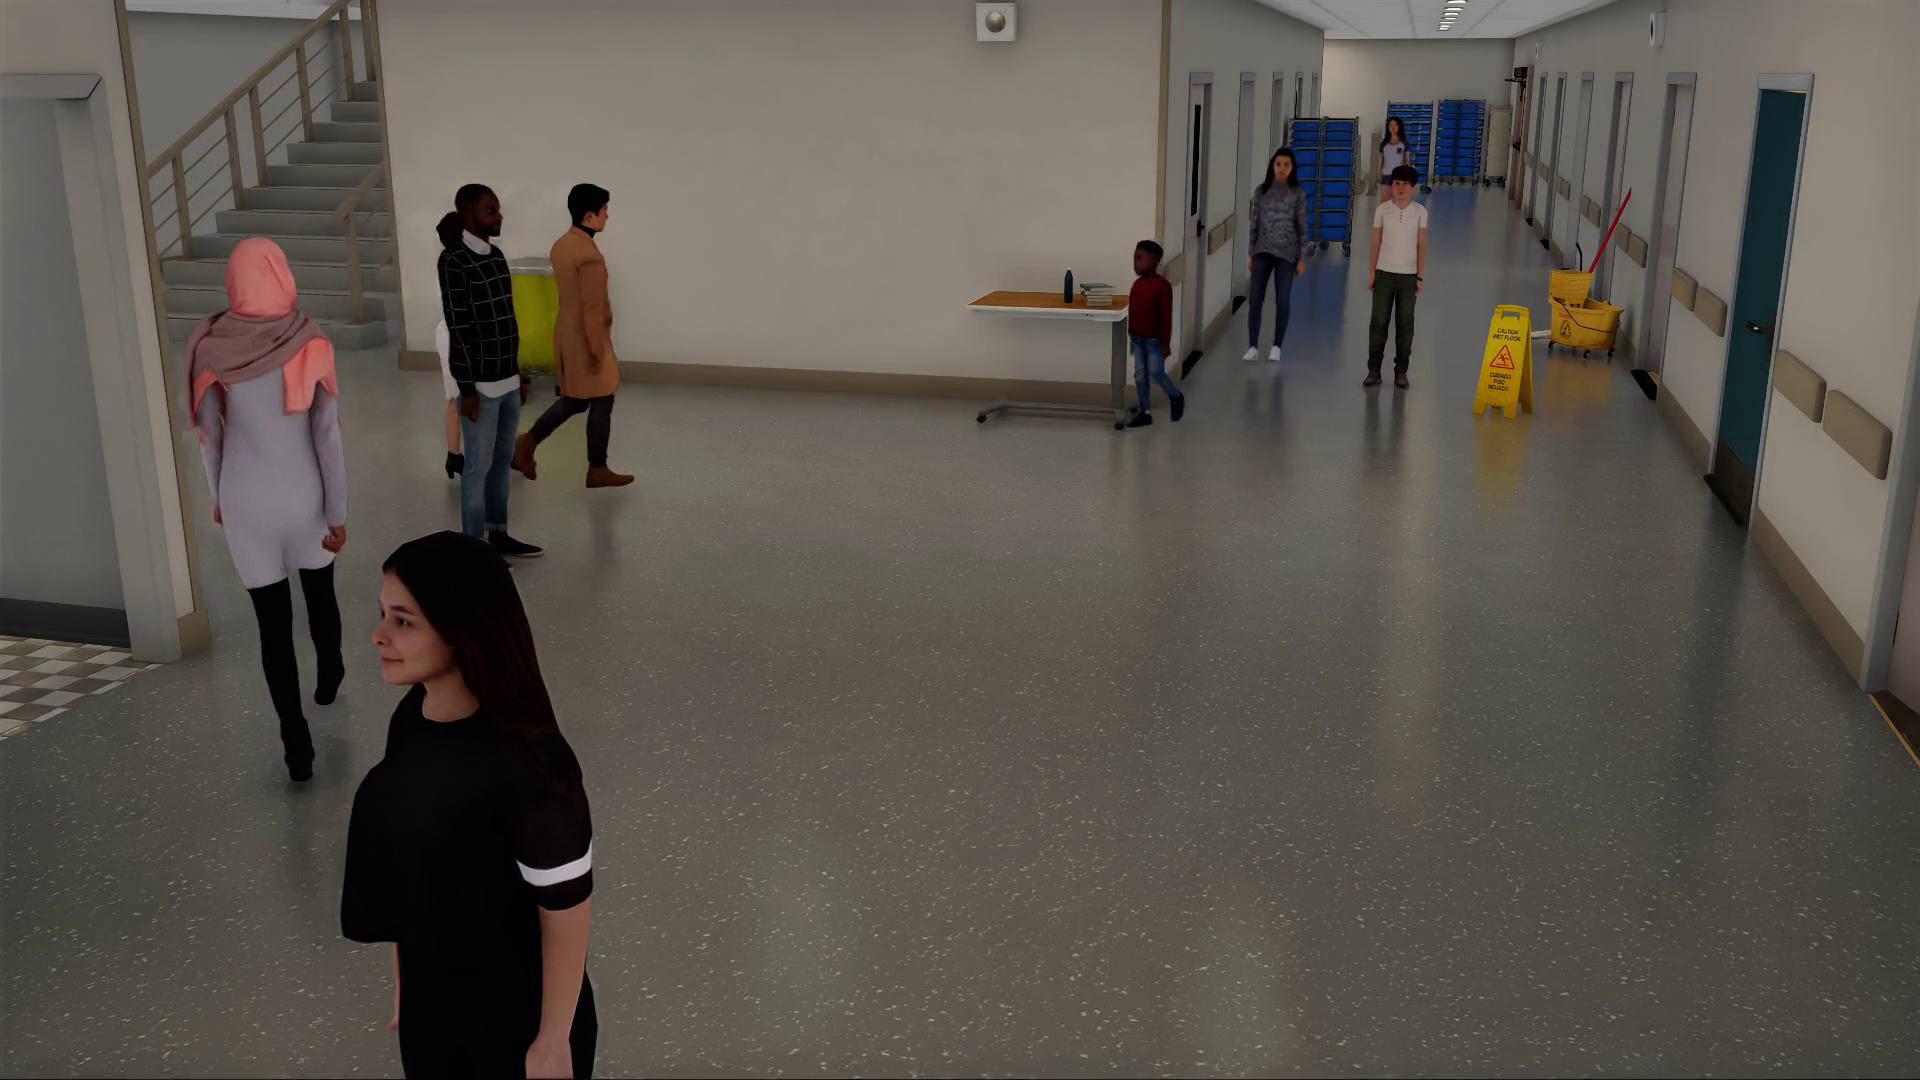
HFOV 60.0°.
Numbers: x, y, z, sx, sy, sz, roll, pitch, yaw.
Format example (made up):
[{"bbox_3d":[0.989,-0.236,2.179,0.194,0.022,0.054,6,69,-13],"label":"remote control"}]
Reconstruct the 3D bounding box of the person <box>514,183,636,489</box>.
[{"bbox_3d":[-2.157,-1.089,9.179,1.049,1.702,0.944,-13,20,-39],"label":"person"}]

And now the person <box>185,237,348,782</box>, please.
[{"bbox_3d":[-2.260,-0.063,5.504,1.035,1.764,1.201,-5,17,-18],"label":"person"}]

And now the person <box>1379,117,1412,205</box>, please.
[{"bbox_3d":[6.204,-5.142,23.682,0.665,1.676,1.094,6,17,19],"label":"person"}]

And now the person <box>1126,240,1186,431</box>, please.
[{"bbox_3d":[1.306,-1.359,11.060,0.754,1.243,0.678,-14,21,-40],"label":"person"}]

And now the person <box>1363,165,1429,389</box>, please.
[{"bbox_3d":[3.287,-1.986,12.528,0.557,1.654,0.514,4,16,15],"label":"person"}]

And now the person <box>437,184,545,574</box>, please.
[{"bbox_3d":[-2.270,-0.773,7.918,0.708,1.822,0.477,4,16,14],"label":"person"}]

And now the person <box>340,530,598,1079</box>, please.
[{"bbox_3d":[-0.784,0.771,2.776,0.690,1.639,0.698,12,19,35],"label":"person"}]

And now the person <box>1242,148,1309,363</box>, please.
[{"bbox_3d":[2.609,-2.330,13.623,0.690,1.721,0.795,6,17,20],"label":"person"}]

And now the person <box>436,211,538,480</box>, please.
[{"bbox_3d":[-2.927,-1.099,9.594,0.852,1.538,0.790,-9,18,-29],"label":"person"}]
